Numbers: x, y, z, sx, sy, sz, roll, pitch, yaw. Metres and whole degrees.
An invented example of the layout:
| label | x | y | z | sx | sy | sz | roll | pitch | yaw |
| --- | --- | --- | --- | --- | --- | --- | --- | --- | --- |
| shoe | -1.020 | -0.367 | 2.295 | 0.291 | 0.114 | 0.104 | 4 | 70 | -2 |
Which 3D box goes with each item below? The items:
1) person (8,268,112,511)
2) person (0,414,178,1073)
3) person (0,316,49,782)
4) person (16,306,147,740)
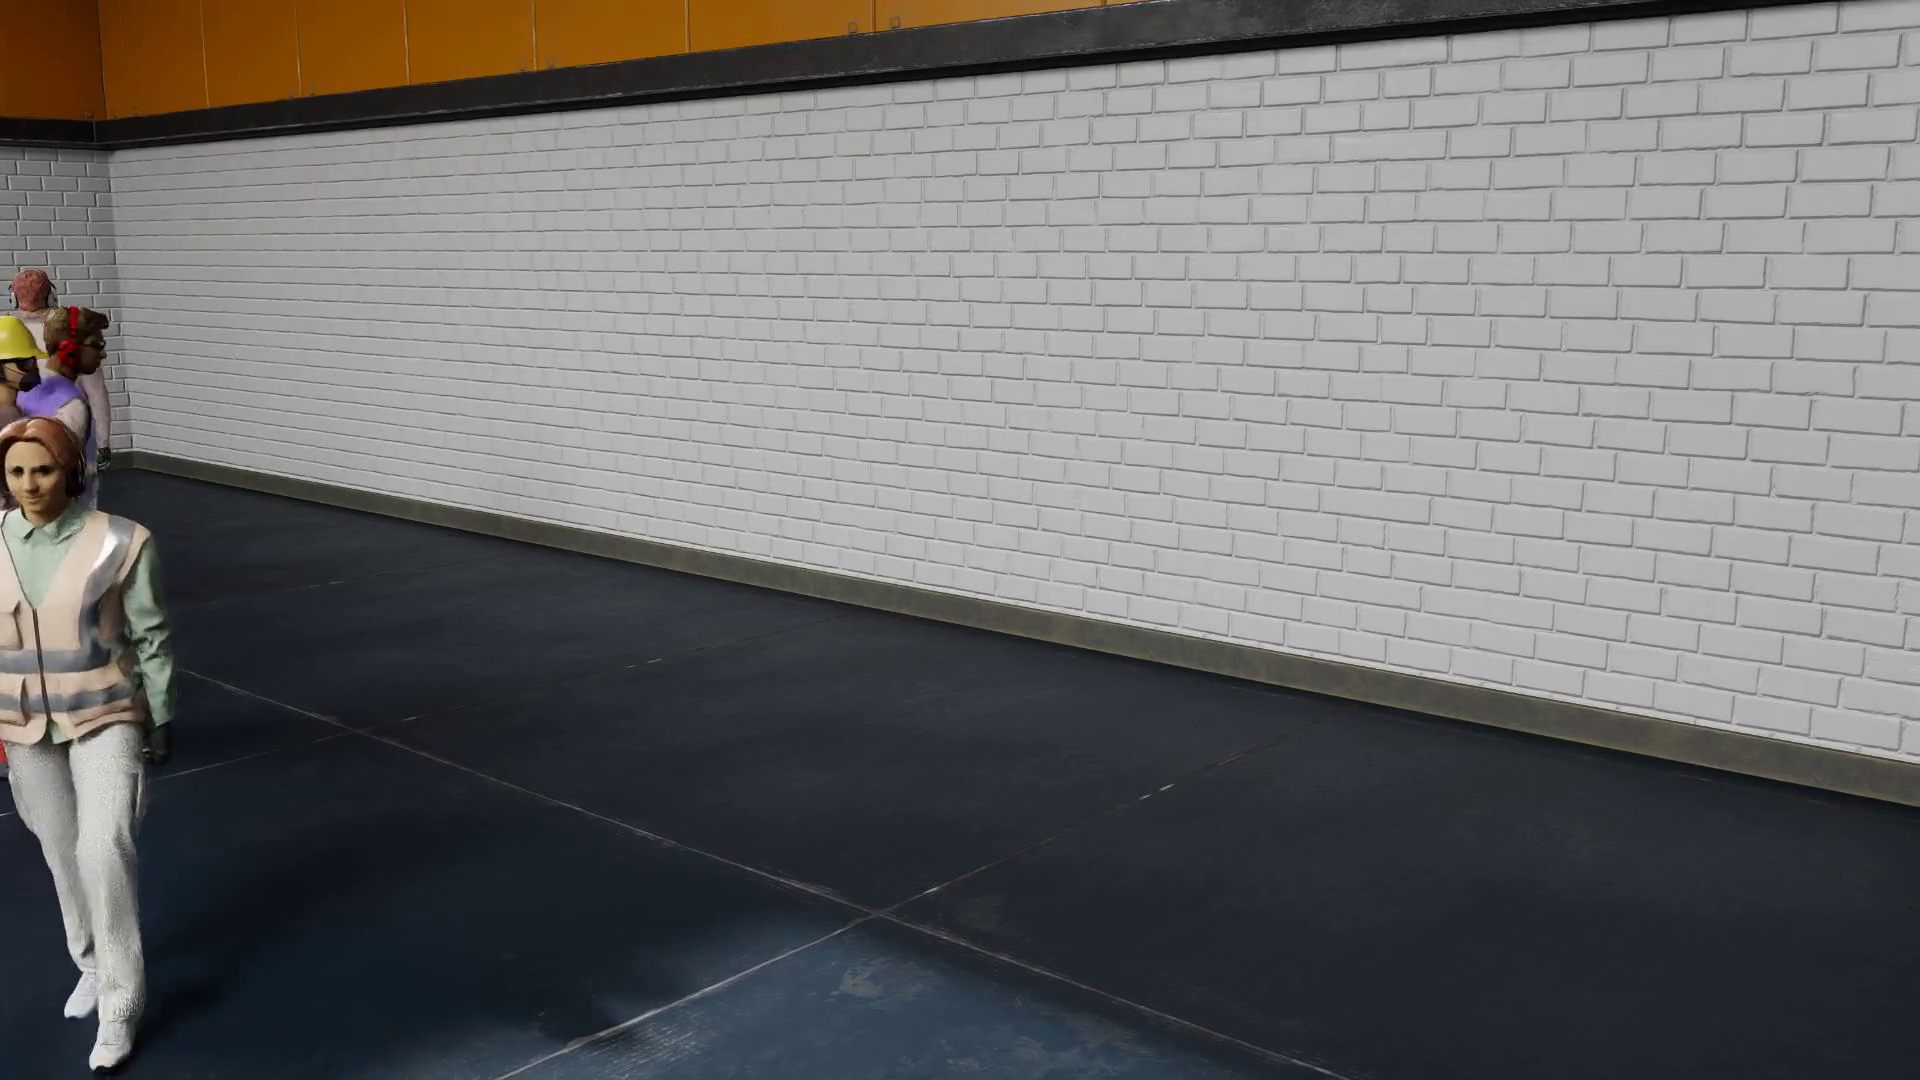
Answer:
| label | x | y | z | sx | sy | sz | roll | pitch | yaw |
| --- | --- | --- | --- | --- | --- | --- | --- | --- | --- |
| person | -5.092 | -0.554 | 9.306 | 0.643 | 1.912 | 0.410 | -4 | 11 | -20 |
| person | -2.272 | 0.502 | 4.169 | 0.517 | 1.610 | 0.727 | -1 | 10 | -7 |
| person | -3.592 | 0.034 | 6.364 | 0.316 | 1.769 | 0.524 | -3 | 10 | -16 |
| person | -3.678 | -0.012 | 6.561 | 0.598 | 1.806 | 0.691 | 9 | 13 | 40 |
